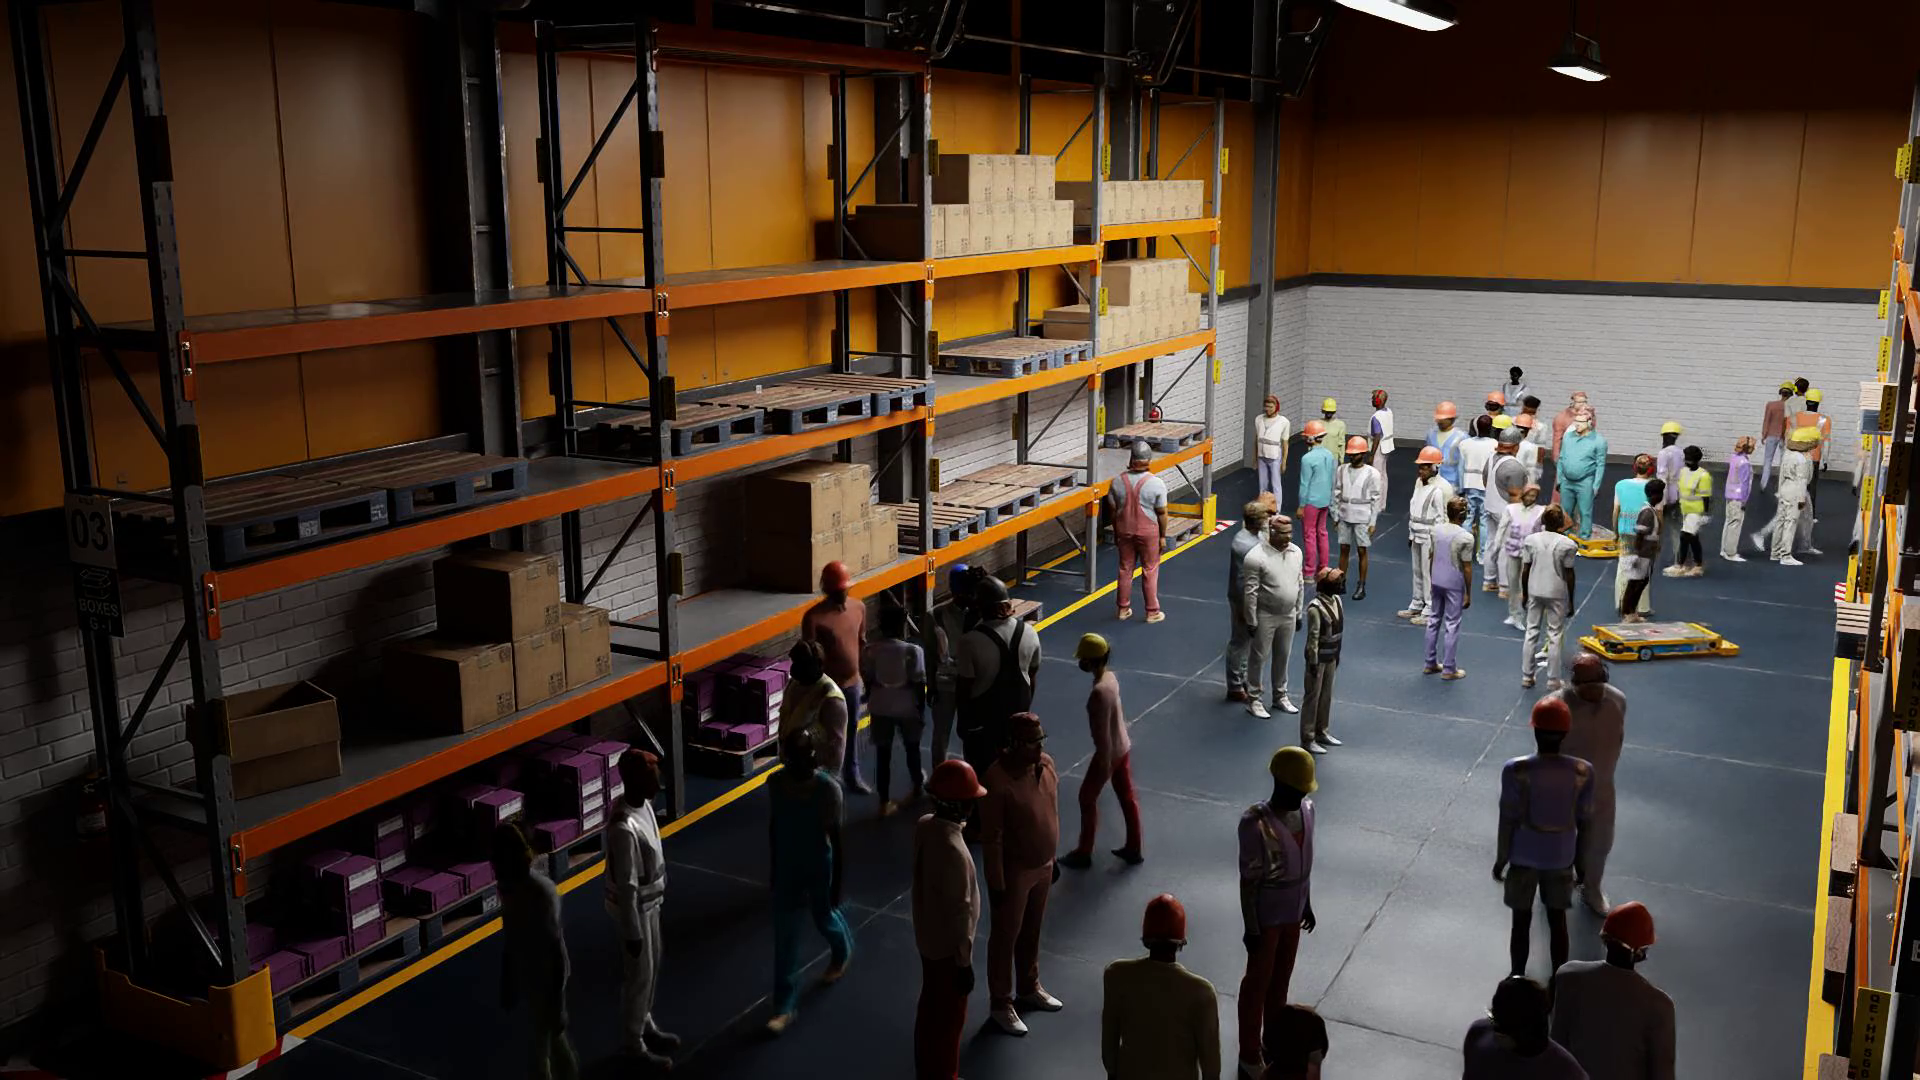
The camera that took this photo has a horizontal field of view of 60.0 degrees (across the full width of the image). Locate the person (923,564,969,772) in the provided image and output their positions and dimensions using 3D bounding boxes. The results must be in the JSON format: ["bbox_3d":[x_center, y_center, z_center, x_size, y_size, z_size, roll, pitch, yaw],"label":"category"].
[{"bbox_3d":[-0.003,1.136,13.230,0.604,1.949,0.389,-3,13,-14],"label":"person"}]

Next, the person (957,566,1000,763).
[{"bbox_3d":[0.136,1.153,13.147,0.370,1.958,0.598,-12,17,-42],"label":"person"}]

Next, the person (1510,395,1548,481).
[{"bbox_3d":[7.790,-1.065,23.100,0.630,1.937,0.521,2,13,8],"label":"person"}]

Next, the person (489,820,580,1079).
[{"bbox_3d":[-2.164,2.273,8.431,0.623,1.836,0.512,-10,16,-38],"label":"person"}]

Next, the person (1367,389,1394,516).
[{"bbox_3d":[6.110,-1.271,24.235,0.390,1.847,0.563,8,15,31],"label":"person"}]

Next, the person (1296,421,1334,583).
[{"bbox_3d":[4.321,-0.469,20.348,0.403,1.987,0.608,12,17,42],"label":"person"}]

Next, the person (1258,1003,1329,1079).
[{"bbox_3d":[1.368,2.692,6.976,0.280,1.632,0.501,9,16,36],"label":"person"}]

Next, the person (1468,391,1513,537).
[{"bbox_3d":[7.229,-1.019,22.702,0.609,2.033,0.409,6,14,26],"label":"person"}]

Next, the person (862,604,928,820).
[{"bbox_3d":[-0.492,1.307,13.116,0.549,1.648,0.852,3,13,13],"label":"person"}]

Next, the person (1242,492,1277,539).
[{"bbox_3d":[3.242,0.292,17.718,0.498,1.633,0.279,5,14,21],"label":"person"}]

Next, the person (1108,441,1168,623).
[{"bbox_3d":[2.022,-0.099,18.551,0.687,2.000,0.538,7,14,28],"label":"person"}]

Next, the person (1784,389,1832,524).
[{"bbox_3d":[12.061,-1.192,23.701,0.593,1.924,0.384,10,16,38],"label":"person"}]

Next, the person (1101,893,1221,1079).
[{"bbox_3d":[0.934,2.468,7.696,0.573,1.753,0.324,6,14,26],"label":"person"}]

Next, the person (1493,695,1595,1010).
[{"bbox_3d":[3.476,1.871,9.966,0.551,1.934,0.372,1,13,4],"label":"person"}]

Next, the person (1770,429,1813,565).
[{"bbox_3d":[10.664,-0.558,21.280,0.322,1.742,0.493,0,13,-2],"label":"person"}]

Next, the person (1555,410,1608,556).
[{"bbox_3d":[8.077,-0.747,21.753,0.405,1.911,0.636,-11,17,-40],"label":"person"}]

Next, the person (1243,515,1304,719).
[{"bbox_3d":[2.903,0.697,15.316,0.644,1.900,0.399,-7,14,-27],"label":"person"}]

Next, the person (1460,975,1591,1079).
[{"bbox_3d":[2.201,2.617,6.638,0.371,1.934,0.627,-8,15,-31],"label":"person"}]

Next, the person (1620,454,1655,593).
[{"bbox_3d":[8.043,-0.180,19.688,0.536,1.697,0.322,-6,14,-25],"label":"person"}]

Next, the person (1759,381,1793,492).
[{"bbox_3d":[12.786,-1.597,25.913,0.532,1.755,0.342,6,14,25],"label":"person"}]

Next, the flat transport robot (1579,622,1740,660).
[{"bbox_3d":[7.324,1.047,17.418,1.431,0.197,0.652,-2,13,-8],"label":"flat transport robot"}]

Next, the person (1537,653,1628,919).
[{"bbox_3d":[4.151,1.629,11.196,0.663,1.869,0.633,-1,13,-5],"label":"person"}]

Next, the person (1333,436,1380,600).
[{"bbox_3d":[4.625,-0.259,19.499,0.543,1.939,0.371,10,16,38],"label":"person"}]

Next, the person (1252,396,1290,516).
[{"bbox_3d":[4.437,-1.147,23.712,0.394,1.836,0.560,-12,17,-43],"label":"person"}]

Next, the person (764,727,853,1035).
[{"bbox_3d":[-0.902,1.947,9.941,0.515,1.811,0.938,5,13,20],"label":"person"}]

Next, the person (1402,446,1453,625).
[{"bbox_3d":[5.191,-0.056,18.463,0.396,1.992,0.623,-5,13,-20],"label":"person"}]

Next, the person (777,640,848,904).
[{"bbox_3d":[-1.036,1.581,11.479,0.430,1.845,0.619,-9,16,-36],"label":"person"}]

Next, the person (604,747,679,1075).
[{"bbox_3d":[-1.798,2.054,9.284,0.356,1.877,0.595,0,13,-2],"label":"person"}]

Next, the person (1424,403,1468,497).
[{"bbox_3d":[6.308,-0.780,21.692,0.530,2.018,0.617,-12,17,-42],"label":"person"}]

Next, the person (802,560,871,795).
[{"bbox_3d":[-0.973,1.112,13.257,0.638,1.986,0.401,-12,17,-43],"label":"person"}]

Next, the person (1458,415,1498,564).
[{"bbox_3d":[6.646,-0.646,21.277,0.593,1.920,0.392,10,16,39],"label":"person"}]

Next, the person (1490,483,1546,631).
[{"bbox_3d":[6.154,0.171,18.303,0.601,1.617,0.479,7,14,27],"label":"person"}]

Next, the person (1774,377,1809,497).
[{"bbox_3d":[12.832,-1.560,25.514,0.506,1.861,0.329,0,13,-1],"label":"person"}]

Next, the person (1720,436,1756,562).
[{"bbox_3d":[10.023,-0.534,21.429,0.314,1.631,0.525,2,13,7],"label":"person"}]

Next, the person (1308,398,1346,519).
[{"bbox_3d":[5.291,-1.174,24.003,0.526,1.762,0.339,1,13,4],"label":"person"}]

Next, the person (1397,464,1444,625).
[{"bbox_3d":[5.153,-0.005,18.485,0.345,1.883,0.584,-3,13,-12],"label":"person"}]

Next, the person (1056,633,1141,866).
[{"bbox_3d":[1.008,1.519,12.021,0.675,1.724,0.552,3,13,14],"label":"person"}]

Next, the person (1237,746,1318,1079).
[{"bbox_3d":[1.772,2.049,9.213,0.585,1.919,0.374,-12,17,-42],"label":"person"}]

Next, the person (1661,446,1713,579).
[{"bbox_3d":[8.910,-0.337,20.430,0.729,1.661,0.558,-2,13,-11],"label":"person"}]

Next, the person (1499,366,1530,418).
[{"bbox_3d":[9.458,-2.132,28.447,0.534,1.694,0.320,12,17,42],"label":"person"}]

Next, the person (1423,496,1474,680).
[{"bbox_3d":[4.845,0.475,16.459,0.341,1.839,0.501,-9,16,-36],"label":"person"}]

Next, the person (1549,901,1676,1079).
[{"bbox_3d":[2.992,2.485,7.632,0.573,1.748,0.342,12,17,43],"label":"person"}]

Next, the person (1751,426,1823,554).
[{"bbox_3d":[10.922,-0.659,21.839,0.823,1.702,0.502,6,14,26],"label":"person"}]

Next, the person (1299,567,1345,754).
[{"bbox_3d":[3.147,1.030,14.423,0.314,1.633,0.518,10,16,38],"label":"person"}]

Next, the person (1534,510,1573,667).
[{"bbox_3d":[6.026,0.477,16.896,0.289,1.632,0.497,1,13,4],"label":"person"}]

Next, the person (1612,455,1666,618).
[{"bbox_3d":[7.625,-0.045,18.749,0.564,1.847,0.395,12,17,43],"label":"person"}]

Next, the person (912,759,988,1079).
[{"bbox_3d":[-0.053,2.108,8.773,0.394,1.992,0.622,-4,13,-19],"label":"person"}]

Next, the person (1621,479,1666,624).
[{"bbox_3d":[7.456,0.170,18.197,0.324,1.669,0.677,7,15,30],"label":"person"}]

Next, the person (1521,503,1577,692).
[{"bbox_3d":[5.683,0.554,16.073,0.527,1.843,0.354,9,16,36],"label":"person"}]

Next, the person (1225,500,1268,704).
[{"bbox_3d":[2.723,0.571,15.784,0.360,1.937,0.632,6,14,23],"label":"person"}]

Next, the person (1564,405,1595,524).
[{"bbox_3d":[8.340,-0.884,22.405,0.399,1.897,0.652,11,17,40],"label":"person"}]

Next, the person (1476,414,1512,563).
[{"bbox_3d":[6.854,-0.658,21.337,0.401,1.919,0.587,3,13,12],"label":"person"}]

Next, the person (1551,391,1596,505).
[{"bbox_3d":[8.772,-1.186,23.760,0.643,1.899,0.398,-1,13,-6],"label":"person"}]

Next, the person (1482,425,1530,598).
[{"bbox_3d":[6.481,-0.341,19.635,0.537,2.000,0.682,-3,13,-13],"label":"person"}]

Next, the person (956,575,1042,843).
[{"bbox_3d":[0.242,1.249,12.515,0.681,2.000,0.535,-7,14,-28],"label":"person"}]

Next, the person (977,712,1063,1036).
[{"bbox_3d":[0.382,1.927,9.787,0.407,1.908,0.641,10,16,37],"label":"person"}]
